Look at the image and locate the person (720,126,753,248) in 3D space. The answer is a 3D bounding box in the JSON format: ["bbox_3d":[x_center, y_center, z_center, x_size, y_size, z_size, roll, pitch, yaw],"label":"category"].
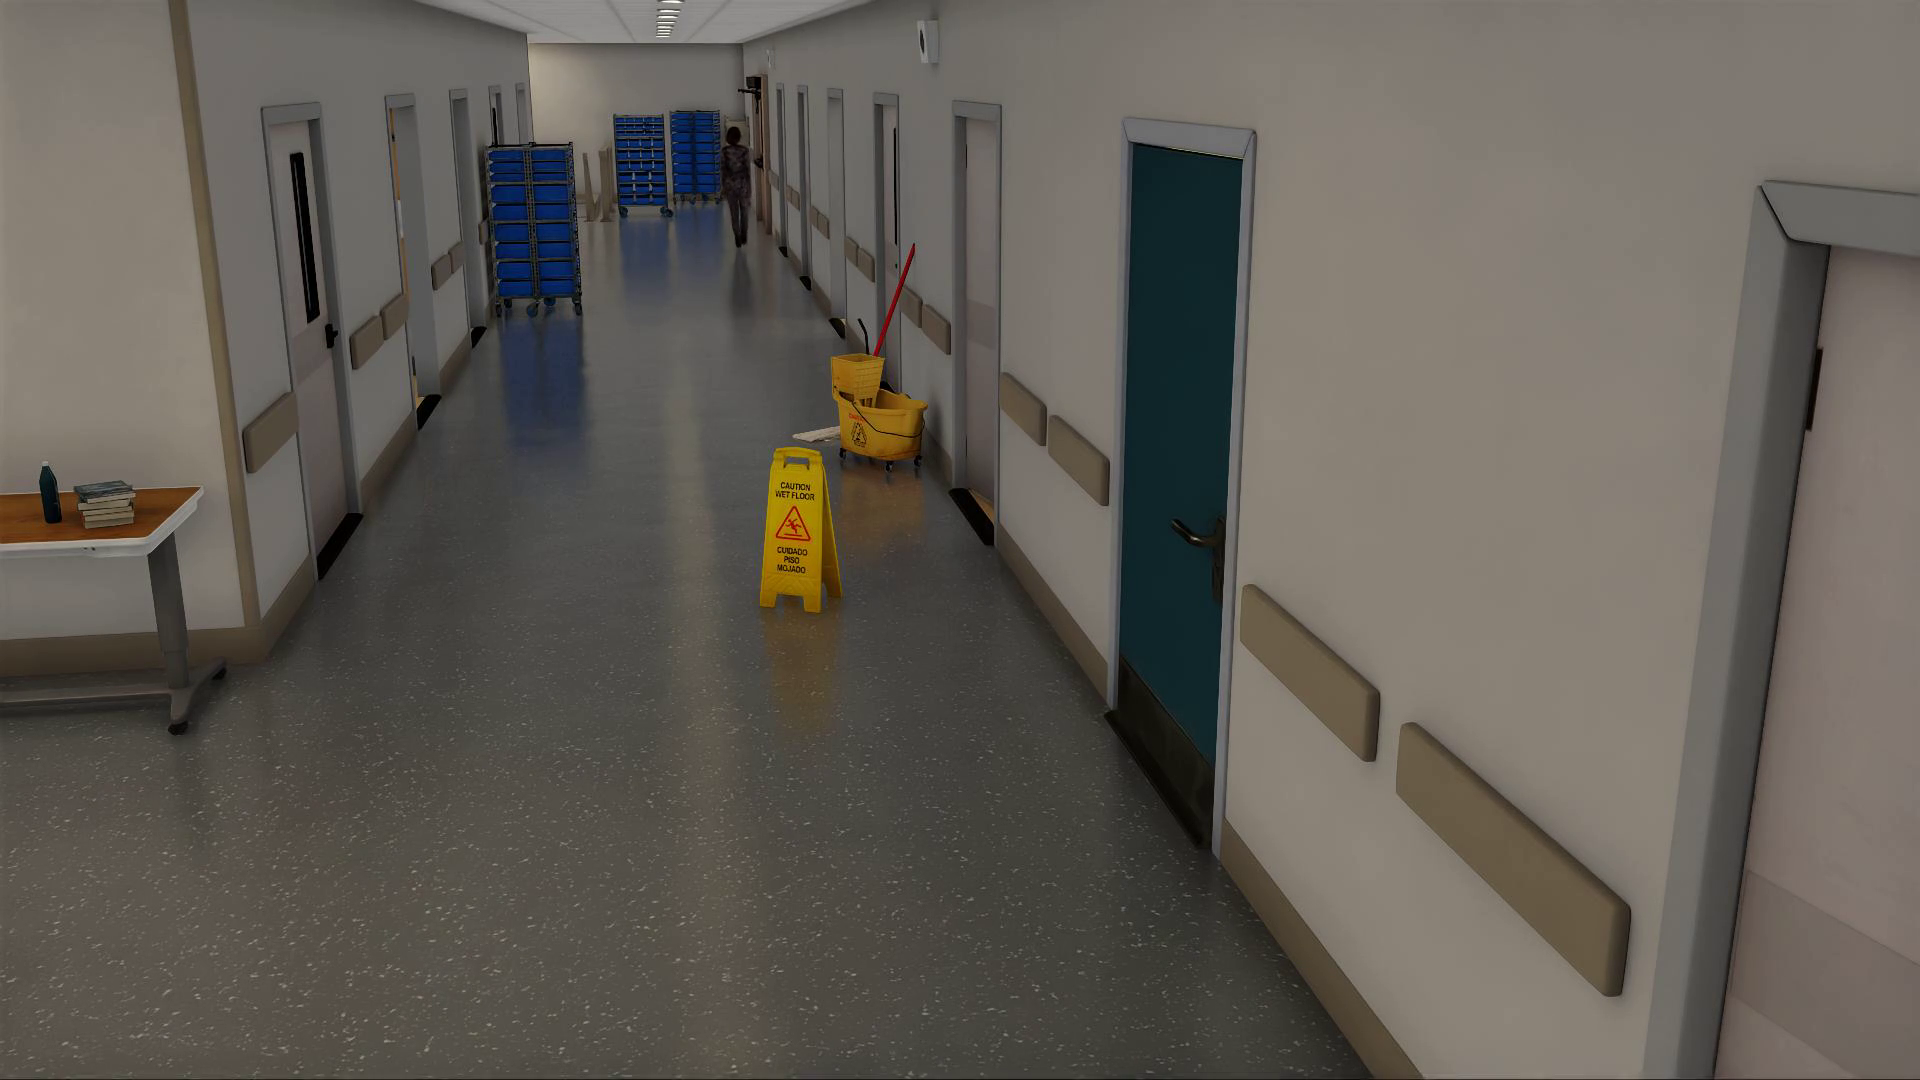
[{"bbox_3d":[-3.212,-5.049,23.879,0.615,1.692,0.934,-2,16,-7],"label":"person"}]
